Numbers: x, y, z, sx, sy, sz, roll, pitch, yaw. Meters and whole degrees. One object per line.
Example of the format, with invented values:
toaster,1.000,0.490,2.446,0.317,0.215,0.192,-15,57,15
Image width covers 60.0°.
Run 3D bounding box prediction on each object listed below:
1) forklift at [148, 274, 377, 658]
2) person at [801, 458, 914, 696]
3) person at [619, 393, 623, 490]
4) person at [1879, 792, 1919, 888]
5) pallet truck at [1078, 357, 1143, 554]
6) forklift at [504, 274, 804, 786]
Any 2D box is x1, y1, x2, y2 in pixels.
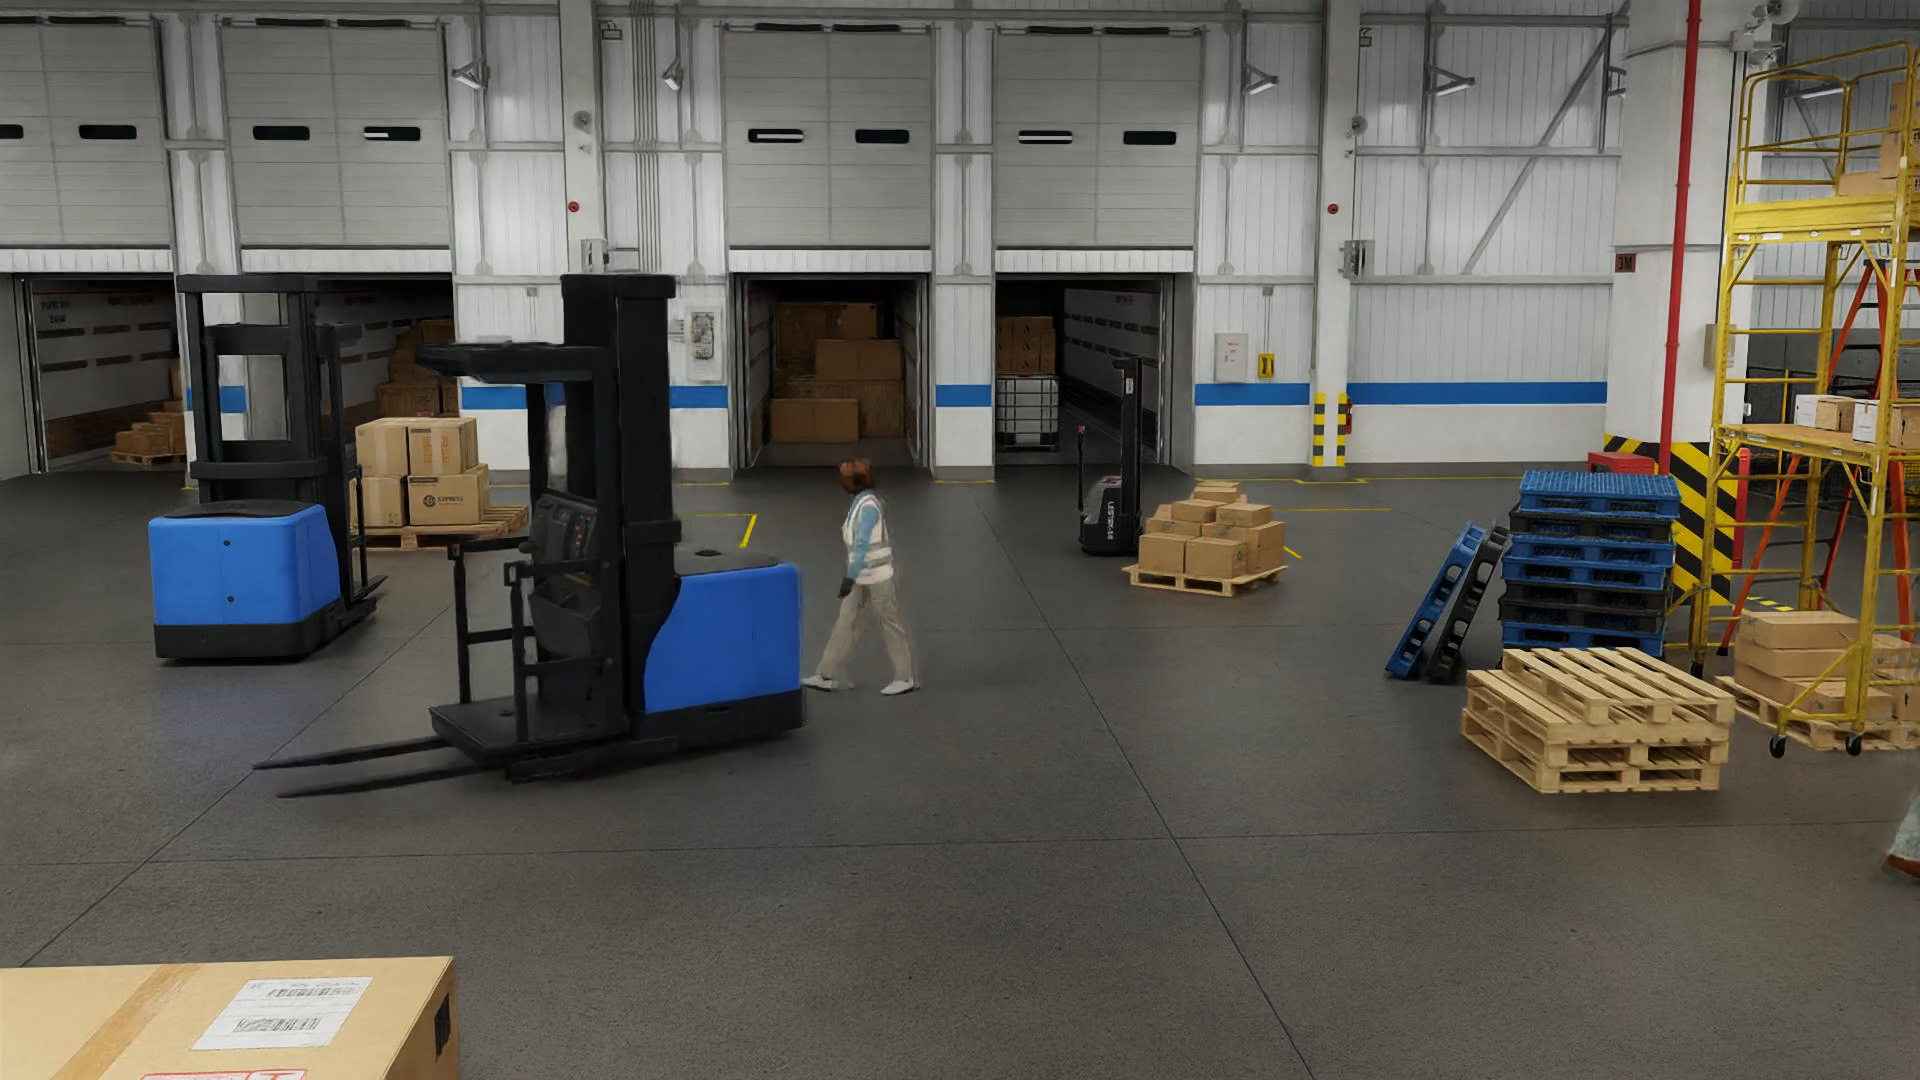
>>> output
forklift,-5.348,-0.627,12.681,1.129,2.768,1.873,-1,9,-4
person,-0.701,0.262,11.106,0.858,1.590,0.526,-3,10,-19
person,-4.326,-1.401,20.537,0.548,1.929,0.387,0,9,1
person,4.563,0.693,7.432,0.709,1.913,0.653,3,10,20
pallet truck,2.088,-0.836,16.757,1.885,1.965,0.823,2,9,13
forklift,-1.982,-0.172,9.826,1.873,2.768,1.129,-6,11,-34
